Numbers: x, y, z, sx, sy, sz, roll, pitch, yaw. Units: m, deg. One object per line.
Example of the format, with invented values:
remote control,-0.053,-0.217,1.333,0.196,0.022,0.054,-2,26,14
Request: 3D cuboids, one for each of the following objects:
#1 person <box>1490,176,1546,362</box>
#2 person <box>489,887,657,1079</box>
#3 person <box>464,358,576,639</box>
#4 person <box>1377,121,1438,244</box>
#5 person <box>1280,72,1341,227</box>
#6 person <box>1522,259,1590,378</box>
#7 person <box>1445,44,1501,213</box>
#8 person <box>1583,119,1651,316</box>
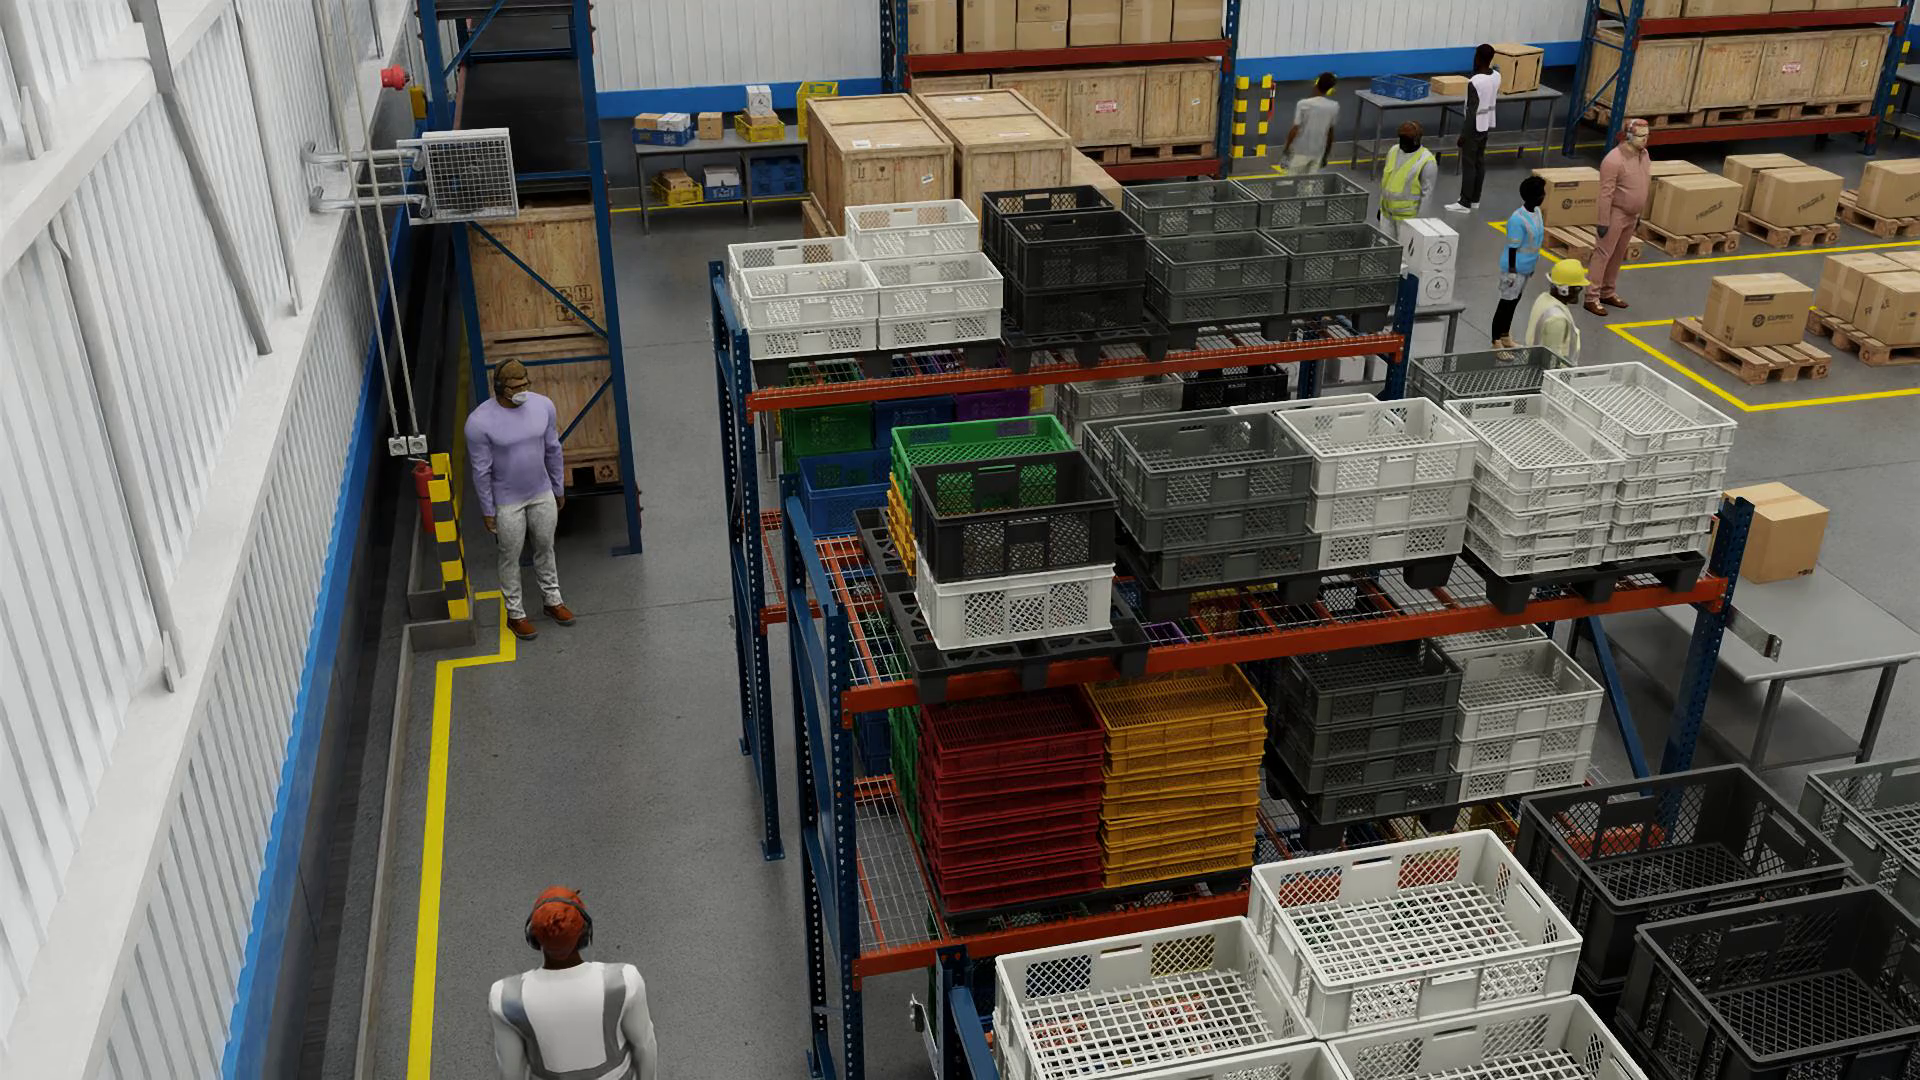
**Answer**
person,5.121,-2.496,15.231,0.320,1.697,0.531,19,33,32
person,-1.424,2.104,6.309,0.572,1.883,0.358,-5,28,-9
person,-2.836,-0.283,10.790,0.625,1.933,0.374,-23,35,-36
person,4.368,-3.237,16.492,0.429,1.839,0.621,-16,32,-28
person,3.872,-4.272,18.471,0.630,1.827,0.384,-2,28,-5
person,4.517,-1.278,12.778,0.404,1.829,0.600,4,28,7
person,6.005,-4.782,19.338,0.382,1.916,0.597,23,35,36
person,6.474,-3.169,16.288,0.650,1.907,0.409,-20,34,-33
